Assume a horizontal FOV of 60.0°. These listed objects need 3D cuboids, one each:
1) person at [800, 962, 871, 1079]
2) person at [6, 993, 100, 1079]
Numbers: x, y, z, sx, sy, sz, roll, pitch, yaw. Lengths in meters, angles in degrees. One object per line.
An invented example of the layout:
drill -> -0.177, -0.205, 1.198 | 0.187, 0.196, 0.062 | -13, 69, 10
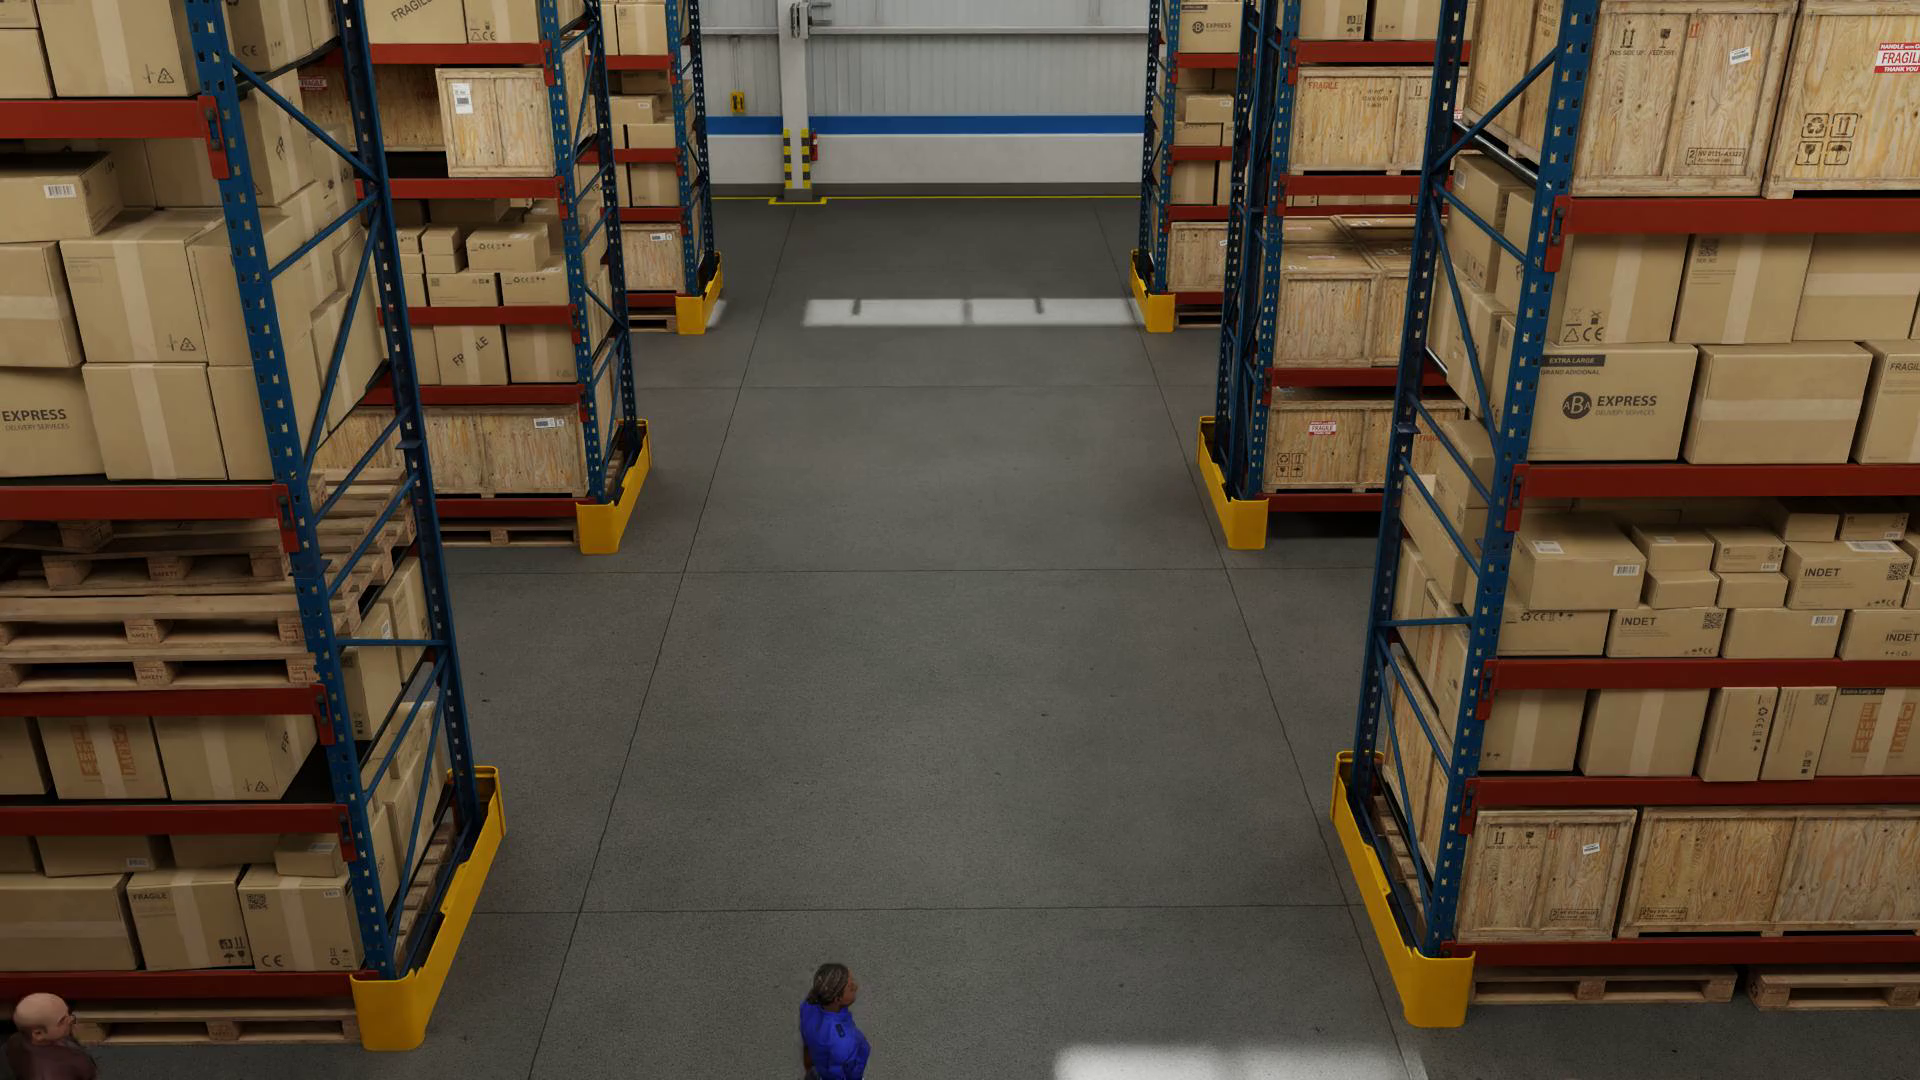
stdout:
person -> -0.669, 2.770, 8.073 | 0.454, 1.669, 0.453 | -12, 28, -25
person -> -4.069, 2.799, 7.838 | 0.642, 1.788, 0.600 | 17, 30, 33
